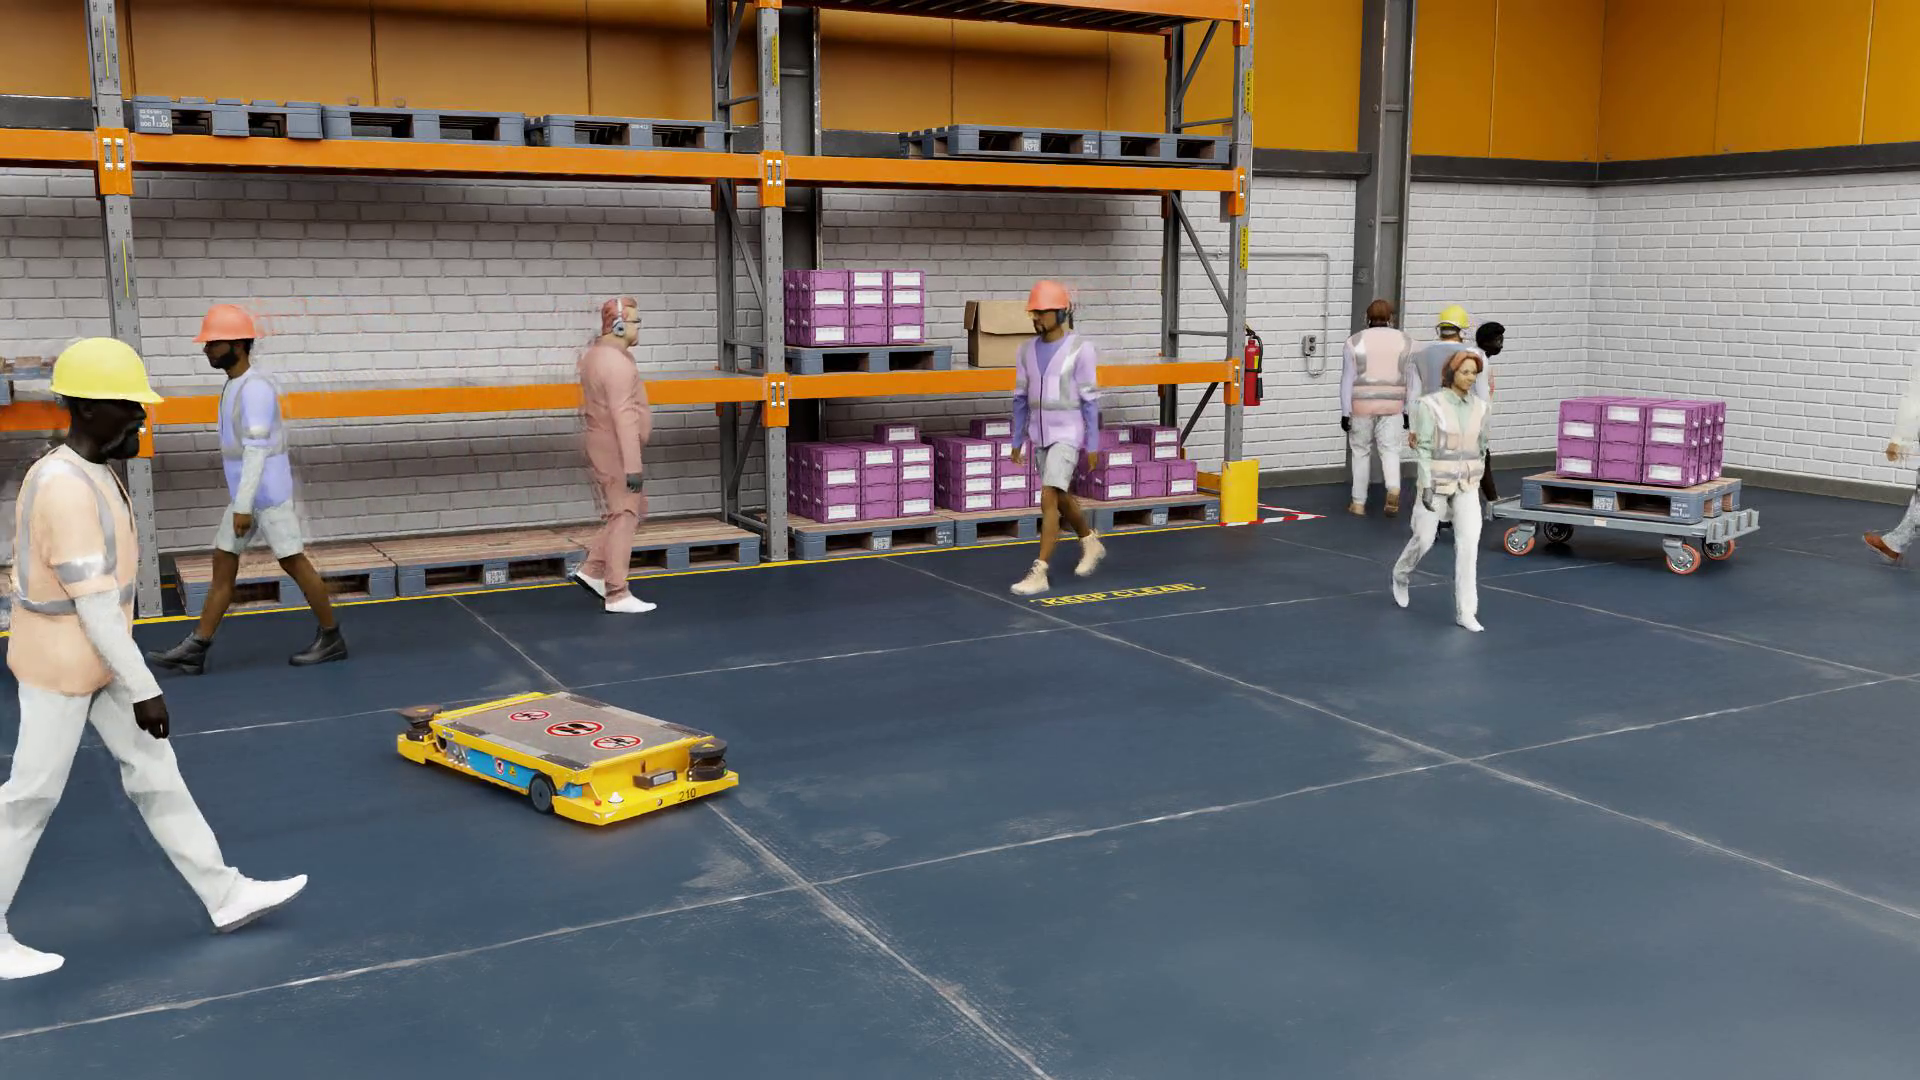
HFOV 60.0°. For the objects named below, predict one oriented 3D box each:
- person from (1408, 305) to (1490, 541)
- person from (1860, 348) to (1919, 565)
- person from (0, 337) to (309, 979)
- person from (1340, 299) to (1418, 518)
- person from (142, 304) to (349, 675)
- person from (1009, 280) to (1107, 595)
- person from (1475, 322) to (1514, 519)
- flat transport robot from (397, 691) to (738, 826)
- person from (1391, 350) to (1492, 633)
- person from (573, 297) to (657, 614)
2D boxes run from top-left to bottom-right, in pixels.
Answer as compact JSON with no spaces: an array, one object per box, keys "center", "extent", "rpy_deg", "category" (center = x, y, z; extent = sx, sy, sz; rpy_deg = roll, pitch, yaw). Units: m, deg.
[{"center":[3.709,-0.896,12.714],"extent":[0.575,1.788,0.866],"rpy_deg":[8,12,39],"category":"person"},{"center":[6.520,-0.695,11.170],"extent":[0.658,1.885,1.000],"rpy_deg":[-4,10,-23],"category":"person"},{"center":[-2.527,0.348,4.887],"extent":[0.999,1.863,0.622],"rpy_deg":[-3,10,-17],"category":"person"},{"center":[3.454,-1.078,13.738],"extent":[0.635,1.822,0.745],"rpy_deg":[0,9,1],"category":"person"},{"center":[-3.632,-0.242,8.440],"extent":[1.001,1.878,0.565],"rpy_deg":[-7,12,-38],"category":"person"},{"center":[0.666,-0.684,10.802],"extent":[0.621,2.006,1.011],"rpy_deg":[9,13,43],"category":"person"},{"center":[4.176,-0.971,13.642],"extent":[0.841,1.630,0.544],"rpy_deg":[5,10,26],"category":"person"},{"center":[-1.613,0.842,6.728],"extent":[1.431,0.197,0.652],"rpy_deg":[8,12,41],"category":"flat transport robot"},{"center":[2.826,-0.316,9.720],"extent":[0.496,1.606,0.791],"rpy_deg":[-2,9,-11],"category":"person"},{"center":[-2.021,-0.494,9.935],"extent":[0.418,1.892,0.667],"rpy_deg":[-4,10,-23],"category":"person"}]
